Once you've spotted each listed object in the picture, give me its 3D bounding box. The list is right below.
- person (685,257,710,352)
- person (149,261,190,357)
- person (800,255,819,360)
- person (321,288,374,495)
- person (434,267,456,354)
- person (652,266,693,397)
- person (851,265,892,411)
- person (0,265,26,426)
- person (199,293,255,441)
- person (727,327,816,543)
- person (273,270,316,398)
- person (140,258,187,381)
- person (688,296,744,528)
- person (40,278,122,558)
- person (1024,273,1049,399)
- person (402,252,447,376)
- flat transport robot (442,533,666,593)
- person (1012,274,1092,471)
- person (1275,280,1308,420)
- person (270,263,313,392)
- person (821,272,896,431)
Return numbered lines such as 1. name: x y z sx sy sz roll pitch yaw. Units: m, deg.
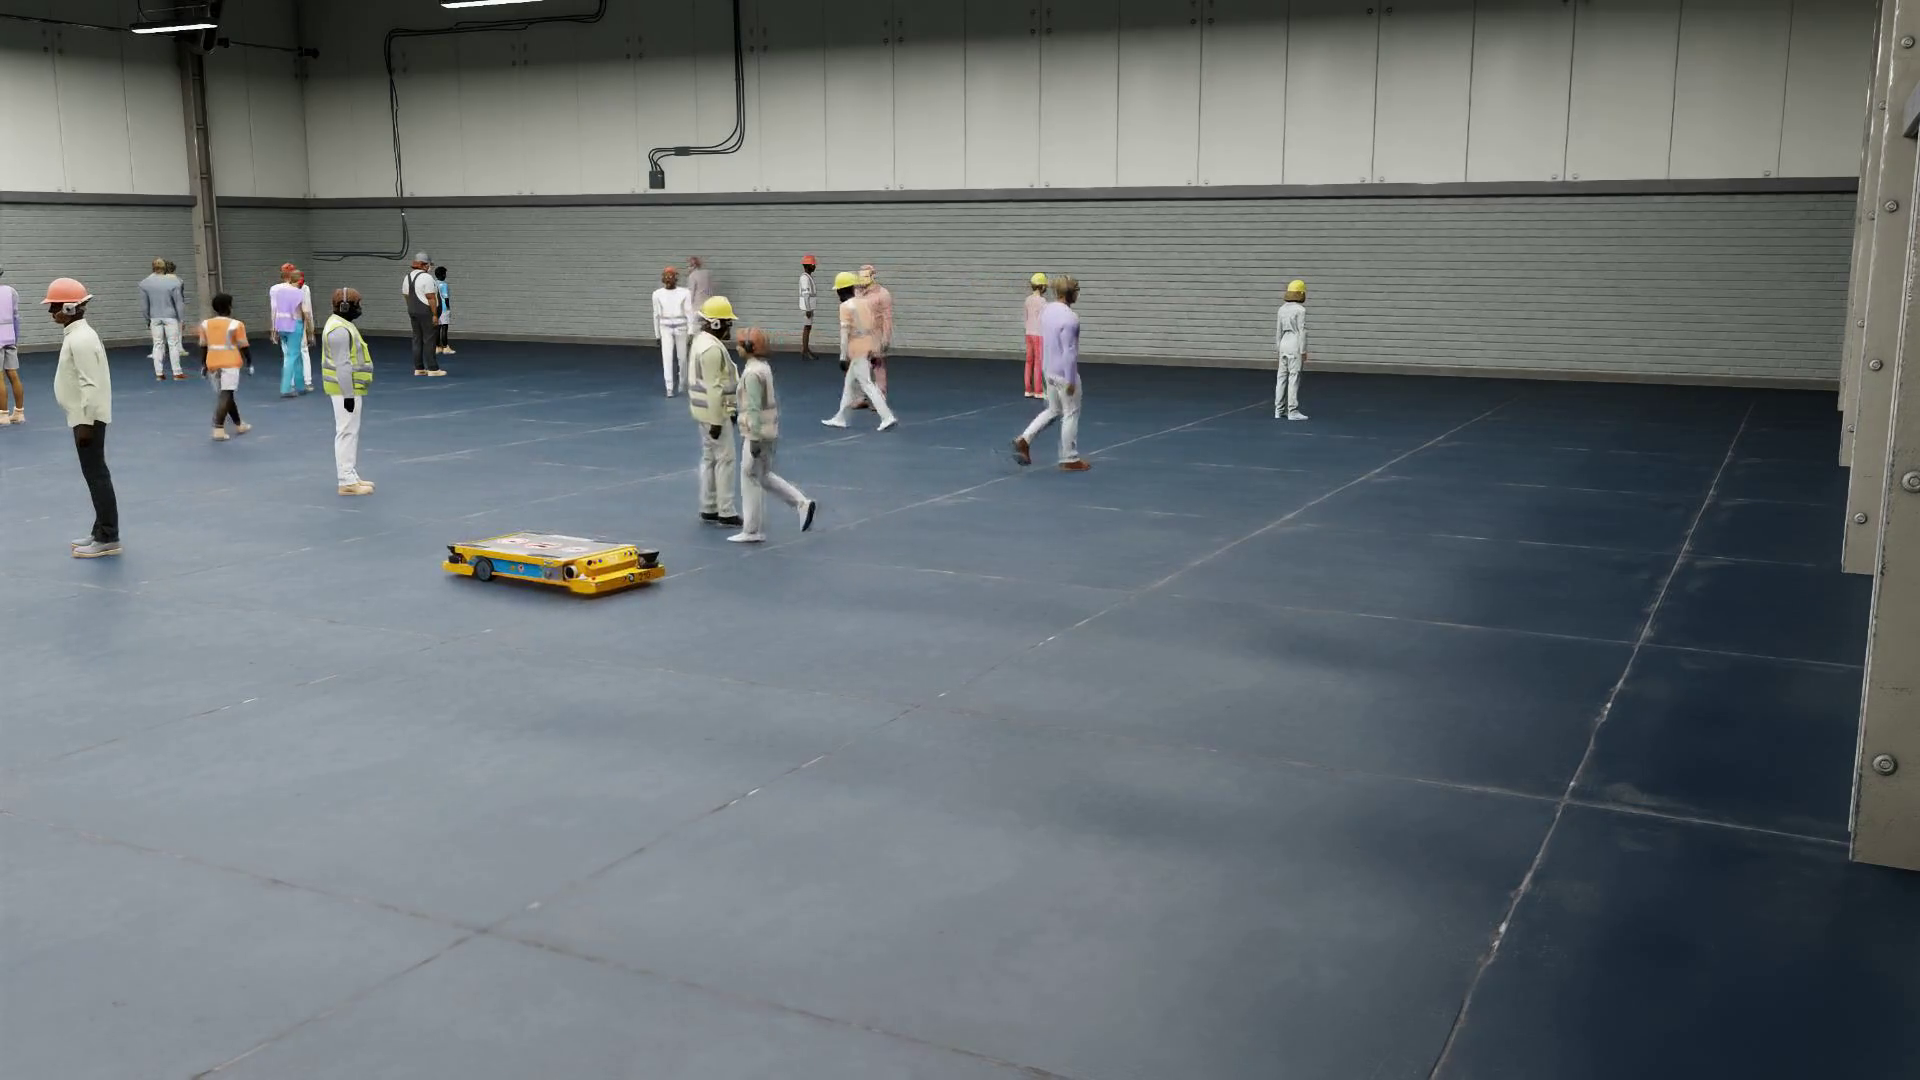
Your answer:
1. person: -5.185 -4.659 32.931 0.396 1.874 0.753 4 11 22
2. person: -15.047 -4.356 31.469 0.726 1.806 0.433 -9 14 -41
3. person: -2.787 -4.303 30.790 0.361 1.938 0.545 0 10 -3
4. person: -5.444 -1.322 14.823 0.429 1.835 0.630 -3 11 -17
5. person: -10.043 -4.446 32.240 0.532 1.693 0.319 9 14 41
6. person: -4.118 -3.002 23.912 0.574 1.861 0.893 -1 10 -8
7. person: -1.202 -2.648 21.854 0.652 1.904 0.403 8 13 36
8. person: -11.639 -2.395 20.098 0.377 2.045 0.605 2 11 12
9. person: -8.301 -1.964 18.828 0.545 1.643 0.887 2 11 10
10. person: -1.423 -0.781 12.409 0.591 1.620 0.531 1 10 4
11. person: -9.425 -2.932 23.674 0.594 1.796 0.782 5 12 26
12. person: -12.595 -3.486 26.332 0.635 1.939 0.361 -1 10 -4
13. person: -1.909 -1.009 13.124 0.442 1.822 0.610 -3 11 -17
14. person: -6.295 -0.873 11.930 0.397 1.992 0.623 -5 12 -28
15. person: 1.098 -2.870 23.447 0.314 1.768 0.527 -6 12 -29
16. person: -8.753 -3.711 27.282 0.673 2.000 0.535 7 13 35
17. flat transport robot: -2.732 0.134 11.143 1.431 0.197 0.652 6 12 31
18. person: 0.914 -1.606 16.116 0.708 1.923 0.632 -5 11 -23
19. person: 4.178 -2.381 20.847 0.325 1.740 0.492 -6 12 -29
20. person: -9.843 -3.128 24.527 0.584 1.882 0.337 -7 13 -35
21. person: -1.165 -2.217 19.631 1.000 1.874 0.637 4 11 19
